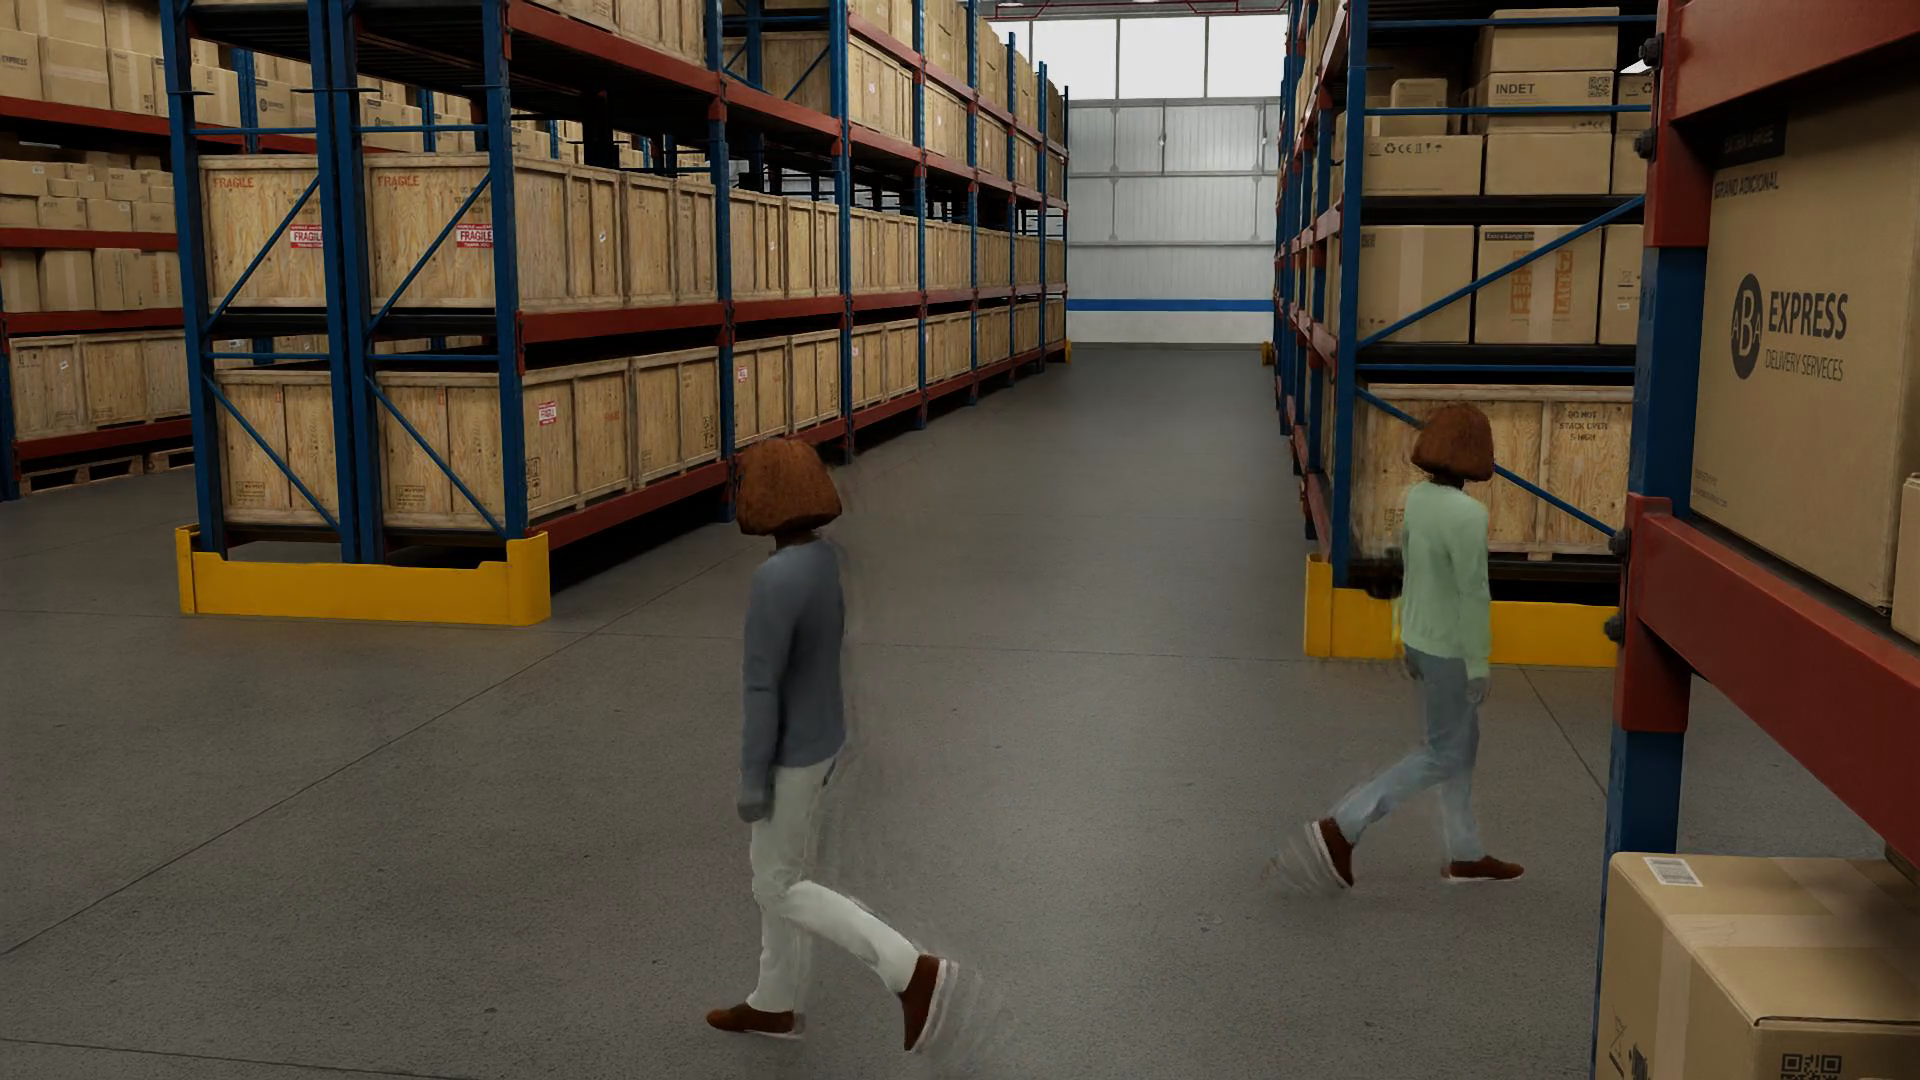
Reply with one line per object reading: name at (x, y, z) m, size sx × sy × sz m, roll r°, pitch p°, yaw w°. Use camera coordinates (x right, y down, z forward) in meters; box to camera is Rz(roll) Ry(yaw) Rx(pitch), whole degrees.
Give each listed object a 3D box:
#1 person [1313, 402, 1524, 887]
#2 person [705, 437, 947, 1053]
person at (1.516, 0.355, 5.378) m, size 0.688 × 1.611 × 0.506 m, roll -1°, pitch 9°, yaw -4°
person at (-0.364, 0.542, 4.238) m, size 0.622 × 1.610 × 0.505 m, roll 2°, pitch 9°, yaw 9°
